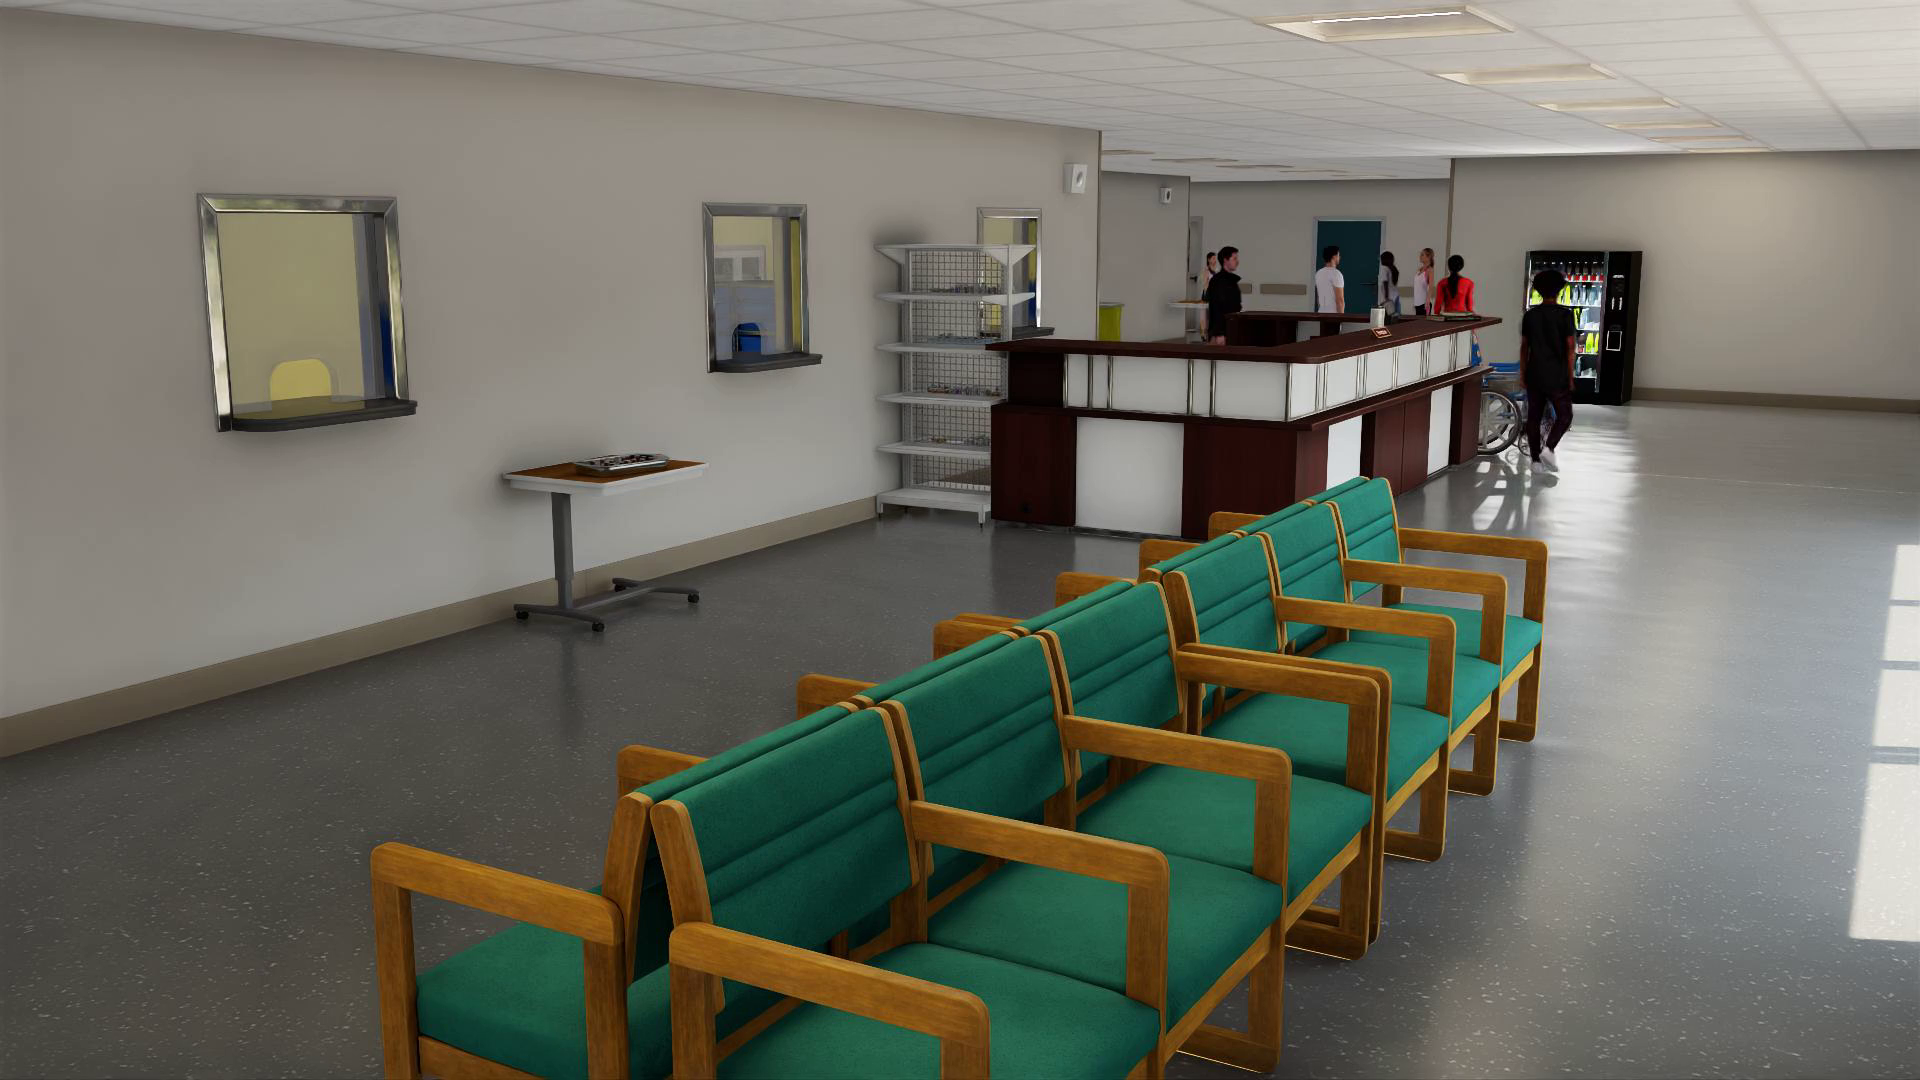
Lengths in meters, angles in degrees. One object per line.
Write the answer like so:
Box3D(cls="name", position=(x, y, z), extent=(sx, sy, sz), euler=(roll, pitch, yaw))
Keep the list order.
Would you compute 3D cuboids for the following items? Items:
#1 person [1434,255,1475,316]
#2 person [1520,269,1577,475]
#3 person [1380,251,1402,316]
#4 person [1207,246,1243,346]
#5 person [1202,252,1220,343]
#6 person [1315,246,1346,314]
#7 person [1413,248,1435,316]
Box3D(cls="person", position=(6.120, -2.608, 20.509), extent=(0.768, 1.773, 0.836), euler=(-1, 11, -7))
Box3D(cls="person", position=(5.058, -1.443, 14.370), extent=(0.657, 1.773, 0.728), euler=(8, 13, 35))
Box3D(cls="person", position=(7.248, -3.939, 27.793), extent=(0.871, 1.672, 1.213), euler=(-8, 14, -37))
Box3D(cls="person", position=(2.749, -2.176, 17.880), extent=(1.120, 1.904, 0.708), euler=(7, 13, 31))
Box3D(cls="person", position=(4.627, -4.472, 30.701), extent=(0.579, 1.634, 0.598), euler=(10, 15, 43))
Box3D(cls="person", position=(4.751, -2.838, 21.409), extent=(0.837, 1.888, 0.751), euler=(-4, 12, -22))
Box3D(cls="person", position=(7.343, -3.716, 26.310), extent=(0.727, 1.787, 0.678), euler=(-2, 11, -12))
